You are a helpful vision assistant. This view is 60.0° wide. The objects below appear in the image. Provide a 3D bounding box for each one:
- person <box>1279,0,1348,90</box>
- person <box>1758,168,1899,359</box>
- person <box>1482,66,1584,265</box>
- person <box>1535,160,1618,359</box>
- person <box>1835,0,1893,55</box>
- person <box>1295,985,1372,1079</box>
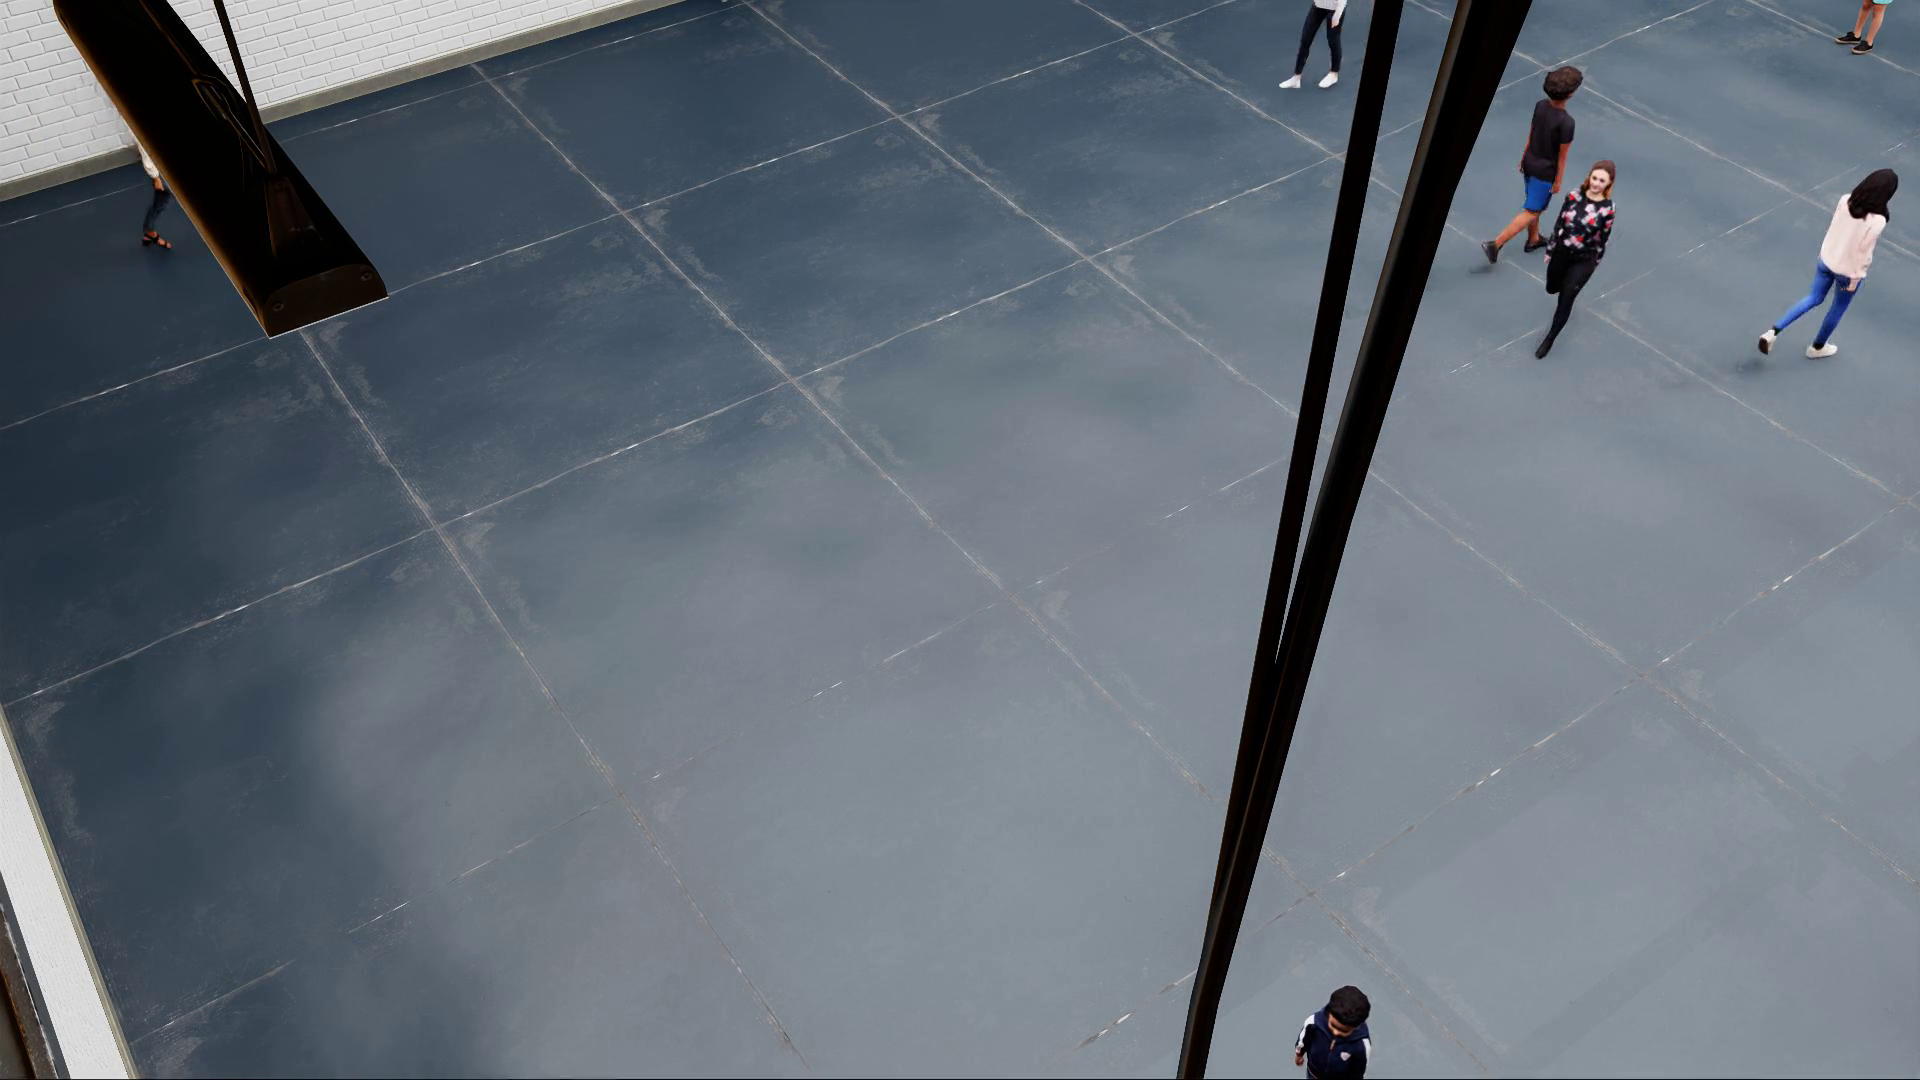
[{"bbox_3d":[3.665,-5.202,16.215,0.878,1.677,0.635,-28,50,-26],"label":"person"},{"bbox_3d":[6.749,-2.097,12.904,1.078,1.747,0.839,-12,45,-12],"label":"person"},{"bbox_3d":[4.817,-3.099,13.935,1.130,1.777,0.735,-18,46,-18],"label":"person"},{"bbox_3d":[4.879,-2.280,13.157,0.741,1.663,1.027,29,51,27],"label":"person"},{"bbox_3d":[9.379,-5.716,16.840,0.636,1.559,0.614,-12,45,-12],"label":"person"},{"bbox_3d":[1.868,2.619,8.335,0.571,1.221,0.566,25,49,24],"label":"person"}]
